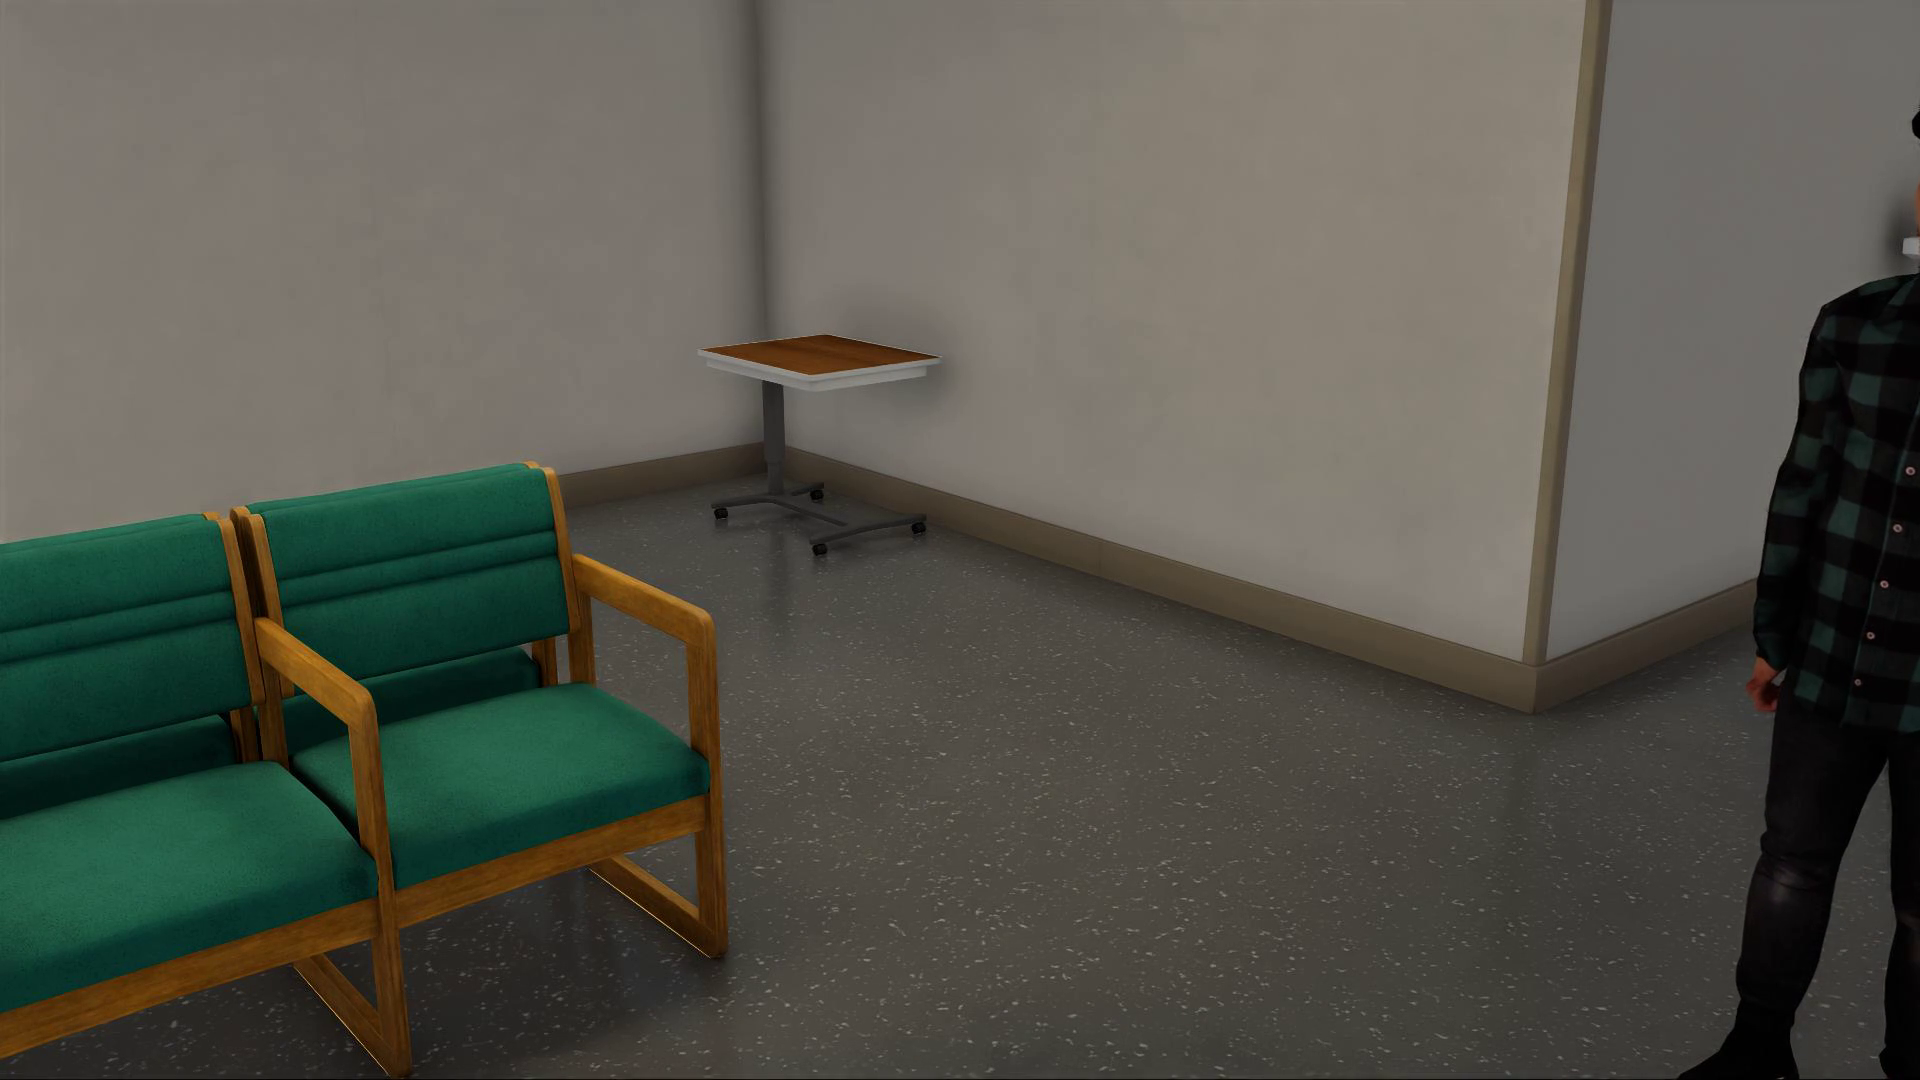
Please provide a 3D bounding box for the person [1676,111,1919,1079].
[{"bbox_3d":[1.465,0.167,2.567,0.699,1.711,0.477,-12,20,-37],"label":"person"}]
